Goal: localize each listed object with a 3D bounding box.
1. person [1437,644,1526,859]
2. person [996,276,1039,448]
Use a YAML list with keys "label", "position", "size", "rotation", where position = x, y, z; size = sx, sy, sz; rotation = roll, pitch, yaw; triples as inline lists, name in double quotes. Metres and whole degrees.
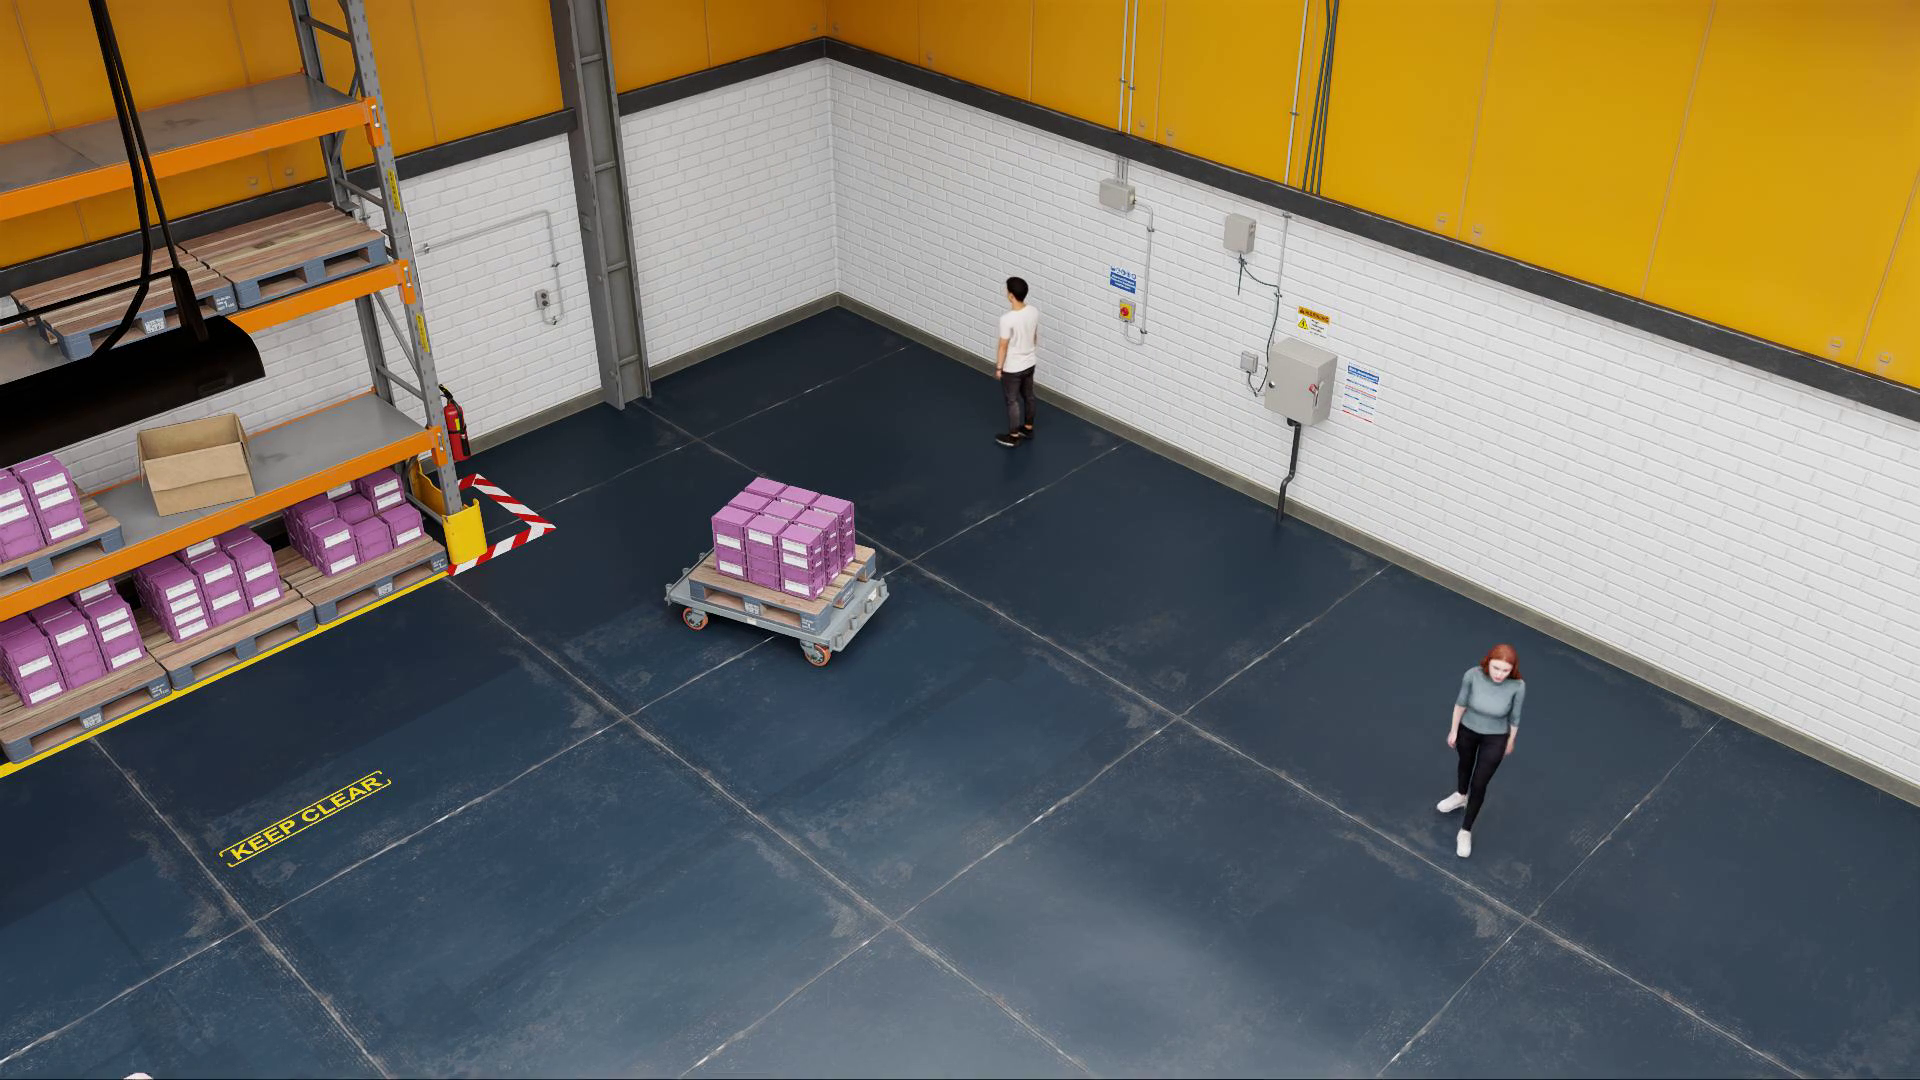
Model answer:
- label: "person"
  position: [3.549, 1.308, 11.314]
  size: [0.722, 1.707, 0.914]
  rotation: [19, 38, 27]
- label: "person"
  position: [0.559, -1.702, 15.832]
  size: [0.469, 1.718, 0.686]
  rotation: [-28, 43, -35]
